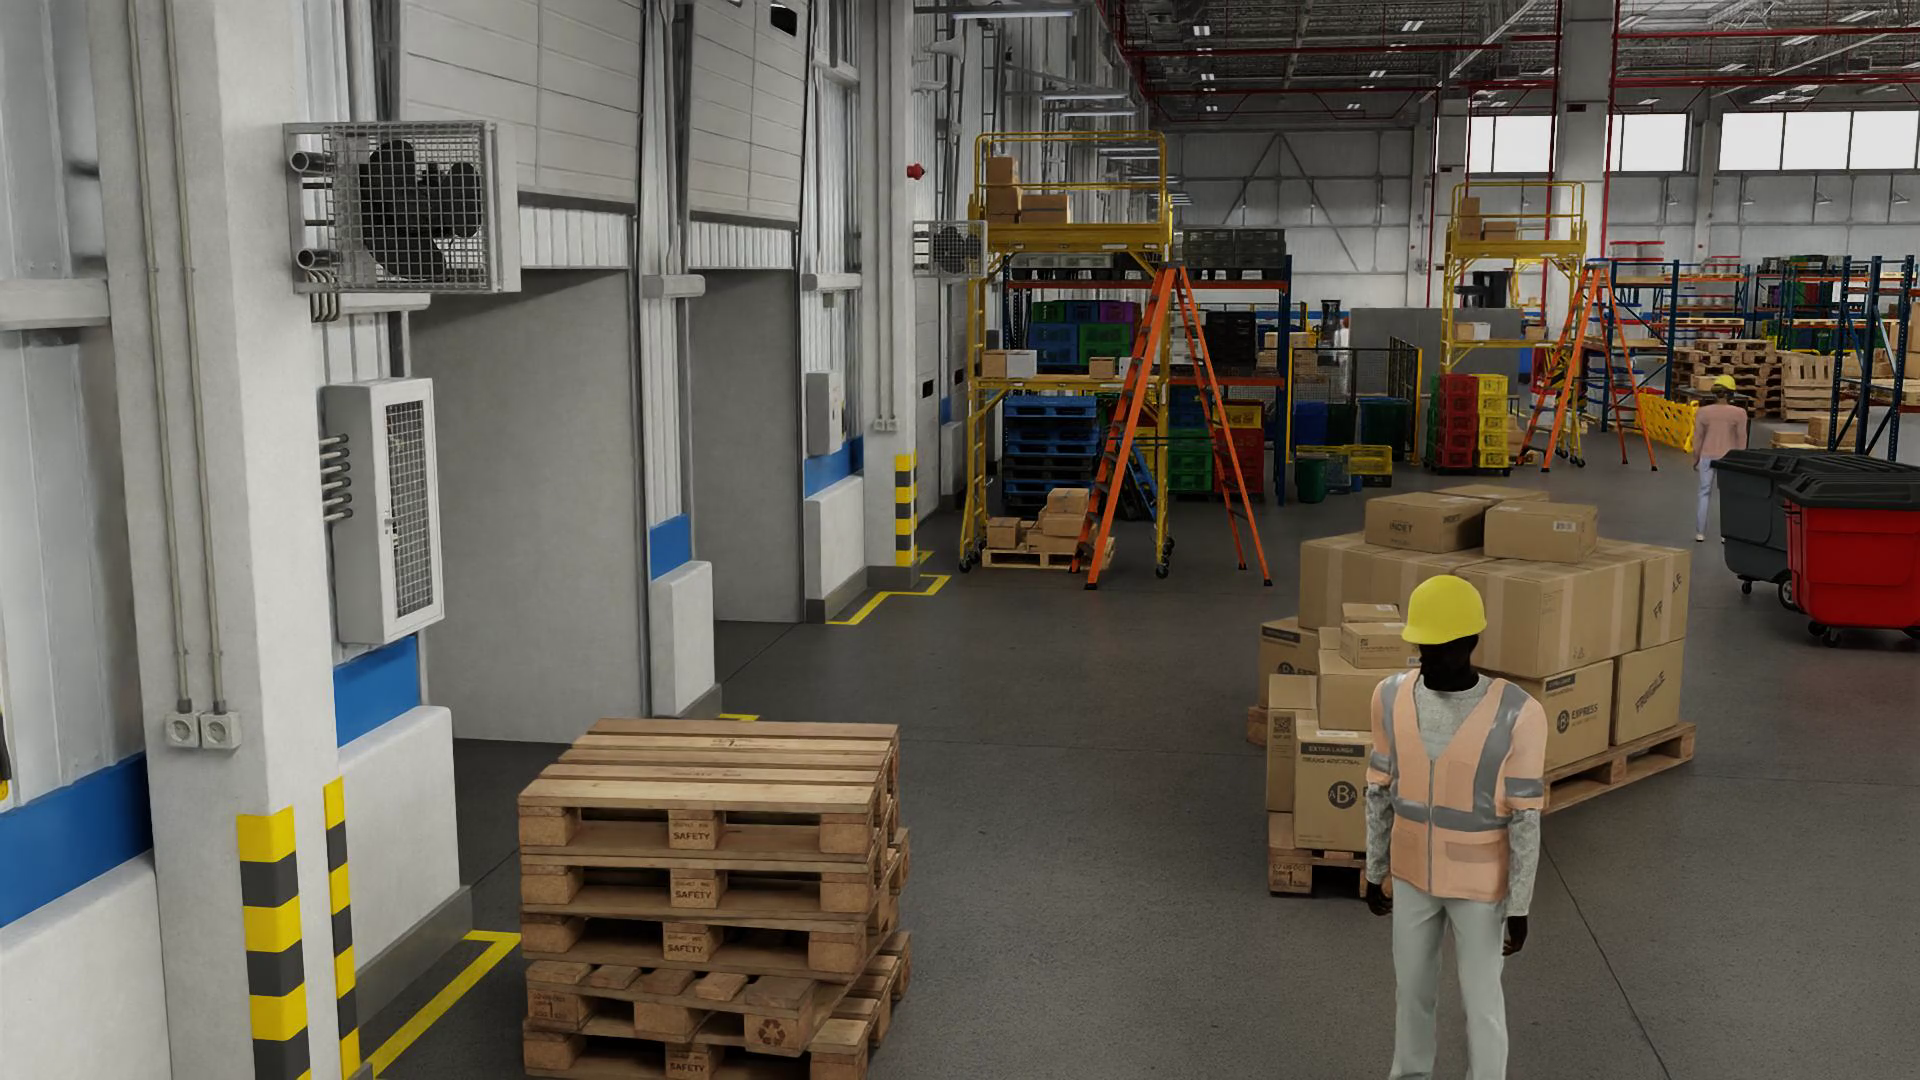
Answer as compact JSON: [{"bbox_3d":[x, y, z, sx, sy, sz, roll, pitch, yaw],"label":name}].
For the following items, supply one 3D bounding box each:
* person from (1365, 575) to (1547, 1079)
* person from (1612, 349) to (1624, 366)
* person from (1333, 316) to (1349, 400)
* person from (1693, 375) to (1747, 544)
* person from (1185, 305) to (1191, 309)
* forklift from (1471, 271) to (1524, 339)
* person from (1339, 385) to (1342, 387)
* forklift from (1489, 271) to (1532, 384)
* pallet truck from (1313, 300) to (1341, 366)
[{"bbox_3d":[1.526,1.052,5.246,0.586,1.918,0.398,8,12,41],"label":"person"},{"bbox_3d":[18.269,-5.562,46.046,0.636,1.916,0.768,6,11,31],"label":"person"},{"bbox_3d":[8.559,-4.026,36.782,0.591,1.855,0.939,4,10,23],"label":"person"},{"bbox_3d":[7.937,-0.838,17.389,0.524,1.760,0.328,7,11,36],"label":"person"},{"bbox_3d":[6.089,-5.311,44.473,0.393,1.928,0.543,4,10,25],"label":"person"},{"bbox_3d":[14.292,-5.913,45.235,1.873,2.768,1.129,-3,10,-17],"label":"forklift"},{"bbox_3d":[9.623,-4.551,40.782,0.521,1.600,0.847,7,11,36],"label":"person"},{"bbox_3d":[13.422,-5.322,41.591,1.873,2.768,1.129,1,9,9],"label":"forklift"},{"bbox_3d":[11.159,-6.200,49.718,0.823,1.965,1.885,4,10,26],"label":"pallet truck"}]
